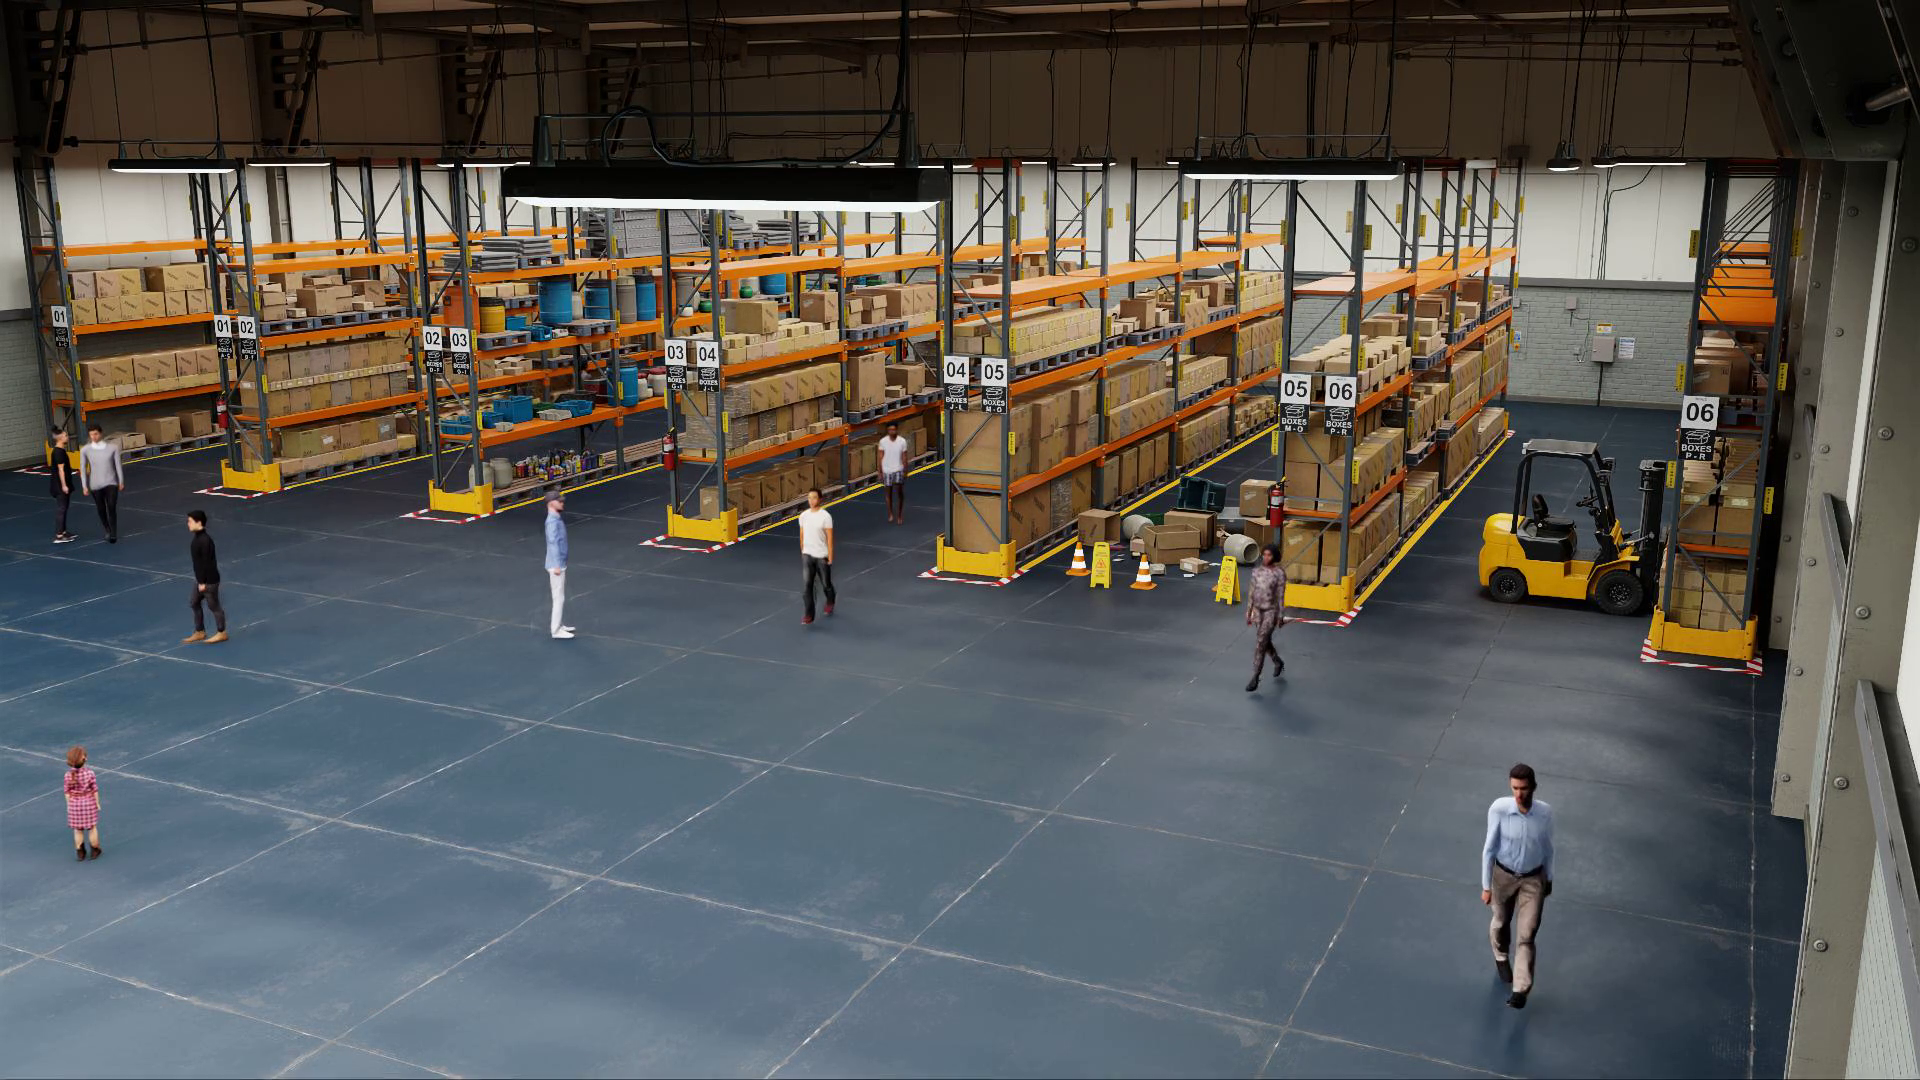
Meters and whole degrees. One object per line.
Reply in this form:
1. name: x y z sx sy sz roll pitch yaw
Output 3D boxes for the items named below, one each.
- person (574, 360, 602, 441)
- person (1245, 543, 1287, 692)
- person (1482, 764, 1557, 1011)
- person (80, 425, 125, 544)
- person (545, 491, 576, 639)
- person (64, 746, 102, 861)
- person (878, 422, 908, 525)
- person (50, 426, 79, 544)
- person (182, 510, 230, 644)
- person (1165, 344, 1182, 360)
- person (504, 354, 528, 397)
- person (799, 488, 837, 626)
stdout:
1. person: -8.156 -2.994 35.890 0.700 1.717 1.087 8 15 30
2. person: 3.582 0.878 19.265 0.772 1.673 1.205 10 16 37
3. person: 4.081 2.456 12.163 0.791 1.803 1.242 3 13 11
4. person: -13.612 -0.879 26.427 1.260 1.864 1.319 -5 14 -19
5. person: -5.161 0.300 21.291 0.797 1.886 0.703 -3 13 -12
6. person: -7.689 2.299 14.571 0.498 1.021 0.553 -3 13 -15
7. person: -1.132 -1.153 27.955 0.778 1.710 0.863 1 13 3
8. person: -14.366 -0.911 26.577 0.812 1.859 0.769 -6 14 -23
9. person: -9.437 0.461 20.981 0.905 1.710 0.836 -10 17 -38
10. person: 4.980 -3.701 38.644 1.012 1.852 0.861 -12 18 -42
11. person: -11.039 -4.232 41.256 0.677 1.708 0.824 8 15 30
12. person: -1.850 0.197 21.994 0.781 1.769 1.161 3 13 14
